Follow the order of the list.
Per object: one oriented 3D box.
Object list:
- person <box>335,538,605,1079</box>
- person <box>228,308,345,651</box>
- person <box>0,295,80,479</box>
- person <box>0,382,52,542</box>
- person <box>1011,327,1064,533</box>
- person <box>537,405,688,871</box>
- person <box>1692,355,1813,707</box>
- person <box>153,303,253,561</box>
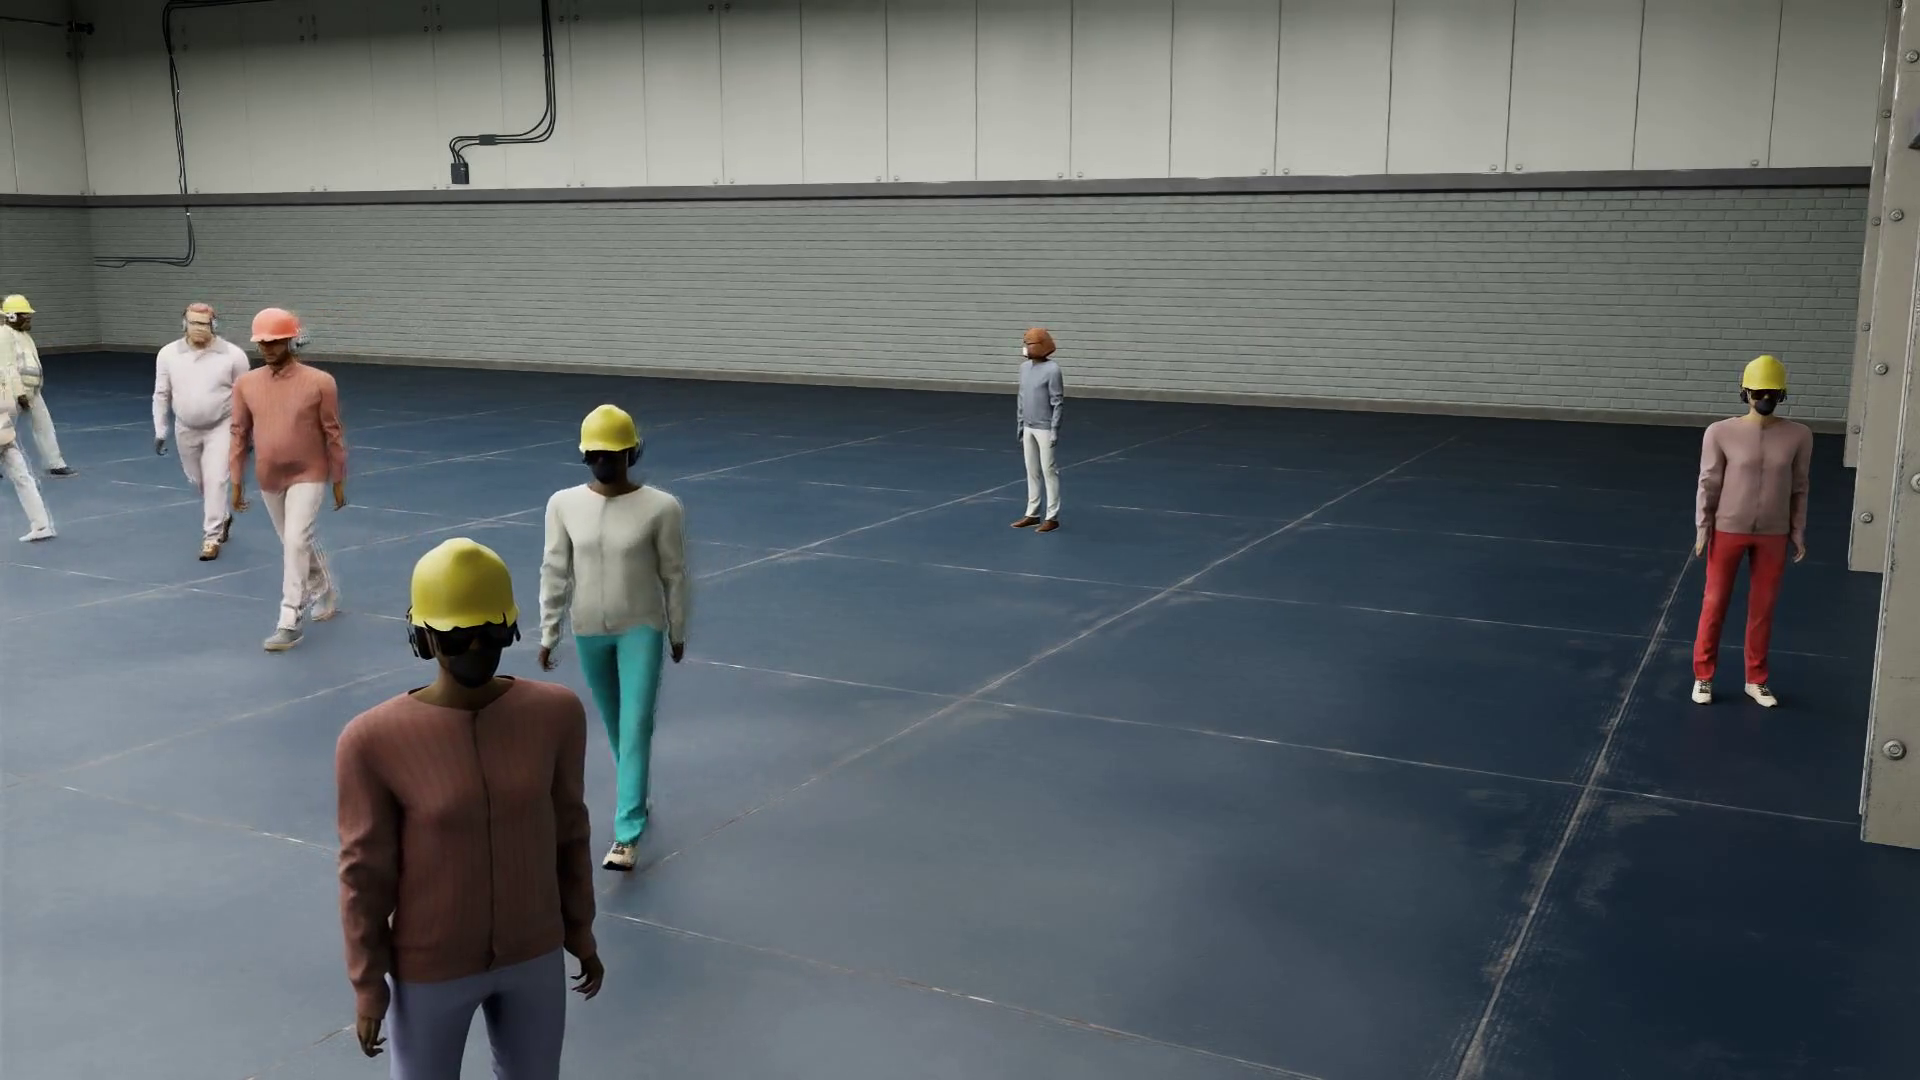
[{"bbox_3d":[-0.975,0.862,3.395,0.533,1.767,0.326,-8,13,-37],"label":"person"},{"bbox_3d":[-3.938,-0.395,9.786,0.625,1.946,1.054,0,10,1],"label":"person"},{"bbox_3d":[-9.113,-1.462,16.016,0.922,1.793,0.592,-1,10,-3],"label":"person"},{"bbox_3d":[-7.412,-0.743,12.605,0.887,1.587,0.555,-2,11,-11],"label":"person"},{"bbox_3d":[0.623,-0.876,13.236,0.285,1.631,0.502,-7,13,-34],"label":"person"},{"bbox_3d":[-1.311,0.358,6.249,0.526,1.721,0.903,1,10,6],"label":"person"},{"bbox_3d":[3.942,-0.034,8.283,0.533,1.767,0.326,1,10,8],"label":"person"},{"bbox_3d":[-5.604,-0.833,12.370,0.659,1.867,0.933,-1,10,-7],"label":"person"}]
